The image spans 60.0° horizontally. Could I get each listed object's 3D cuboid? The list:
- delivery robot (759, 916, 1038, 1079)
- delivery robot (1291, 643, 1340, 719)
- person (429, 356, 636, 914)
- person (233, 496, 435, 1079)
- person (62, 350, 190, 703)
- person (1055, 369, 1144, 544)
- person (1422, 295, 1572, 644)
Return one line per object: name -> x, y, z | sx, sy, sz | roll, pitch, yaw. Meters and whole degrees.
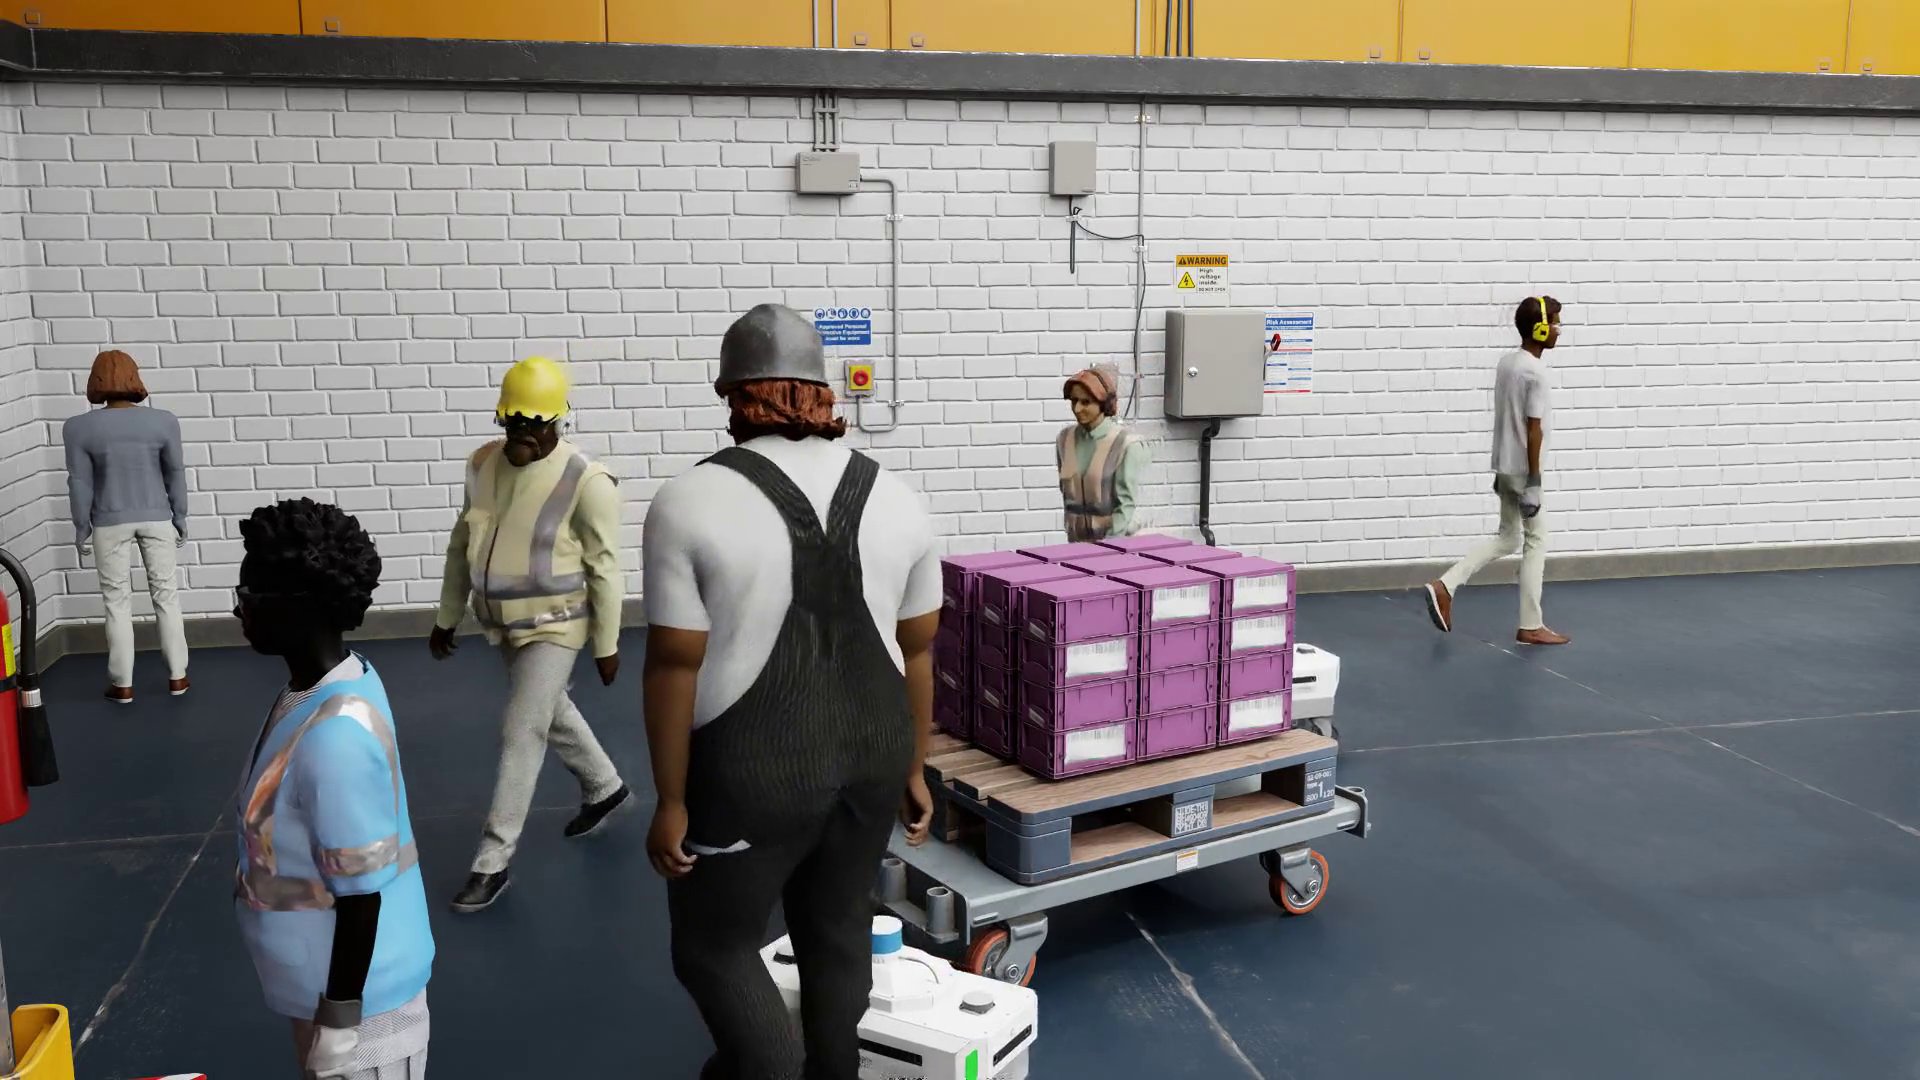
delivery robot -> -0.181, 1.121, 3.877 | 0.707, 0.478, 0.477 | 6, 12, 30
delivery robot -> 1.201, 0.579, 6.881 | 0.707, 0.478, 0.477 | -3, 11, -18
person -> -1.398, 0.261, 5.565 | 0.670, 1.776, 0.914 | 7, 12, 32
person -> -1.097, 0.766, 2.938 | 0.320, 1.698, 0.531 | -4, 11, -23
person -> -3.836, -0.062, 7.701 | 0.499, 1.633, 0.289 | -7, 12, -34
person -> 0.622, 0.028, 7.361 | 0.494, 1.572, 0.937 | 9, 14, 41
person -> 2.865, -0.352, 8.717 | 0.703, 1.856, 0.511 | -1, 10, -6
